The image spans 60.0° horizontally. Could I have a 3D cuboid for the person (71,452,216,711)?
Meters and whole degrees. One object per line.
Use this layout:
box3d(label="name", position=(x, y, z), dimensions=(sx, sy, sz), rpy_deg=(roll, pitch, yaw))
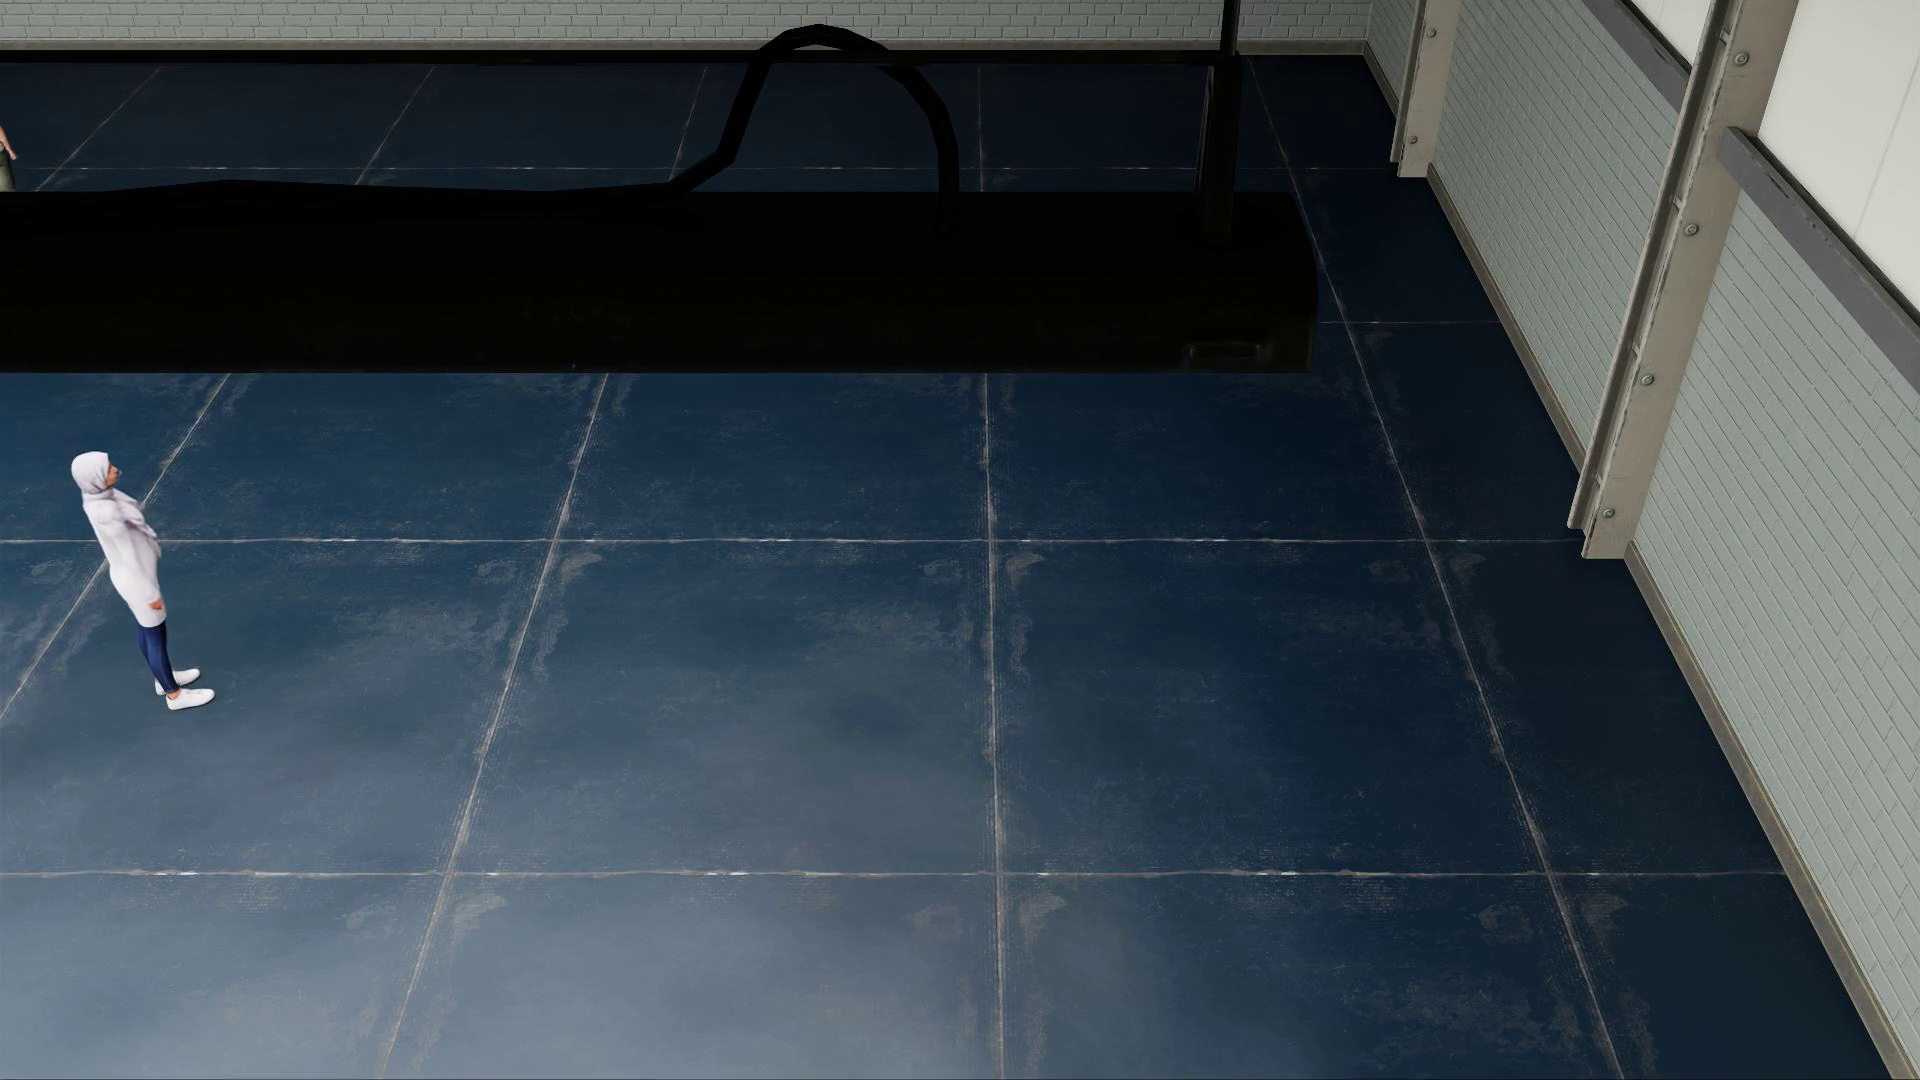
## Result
box3d(label="person", position=(-4.790, 0.239, 9.664), dimensions=(0.749, 1.775, 0.652), rpy_deg=(-23, 43, -27))
